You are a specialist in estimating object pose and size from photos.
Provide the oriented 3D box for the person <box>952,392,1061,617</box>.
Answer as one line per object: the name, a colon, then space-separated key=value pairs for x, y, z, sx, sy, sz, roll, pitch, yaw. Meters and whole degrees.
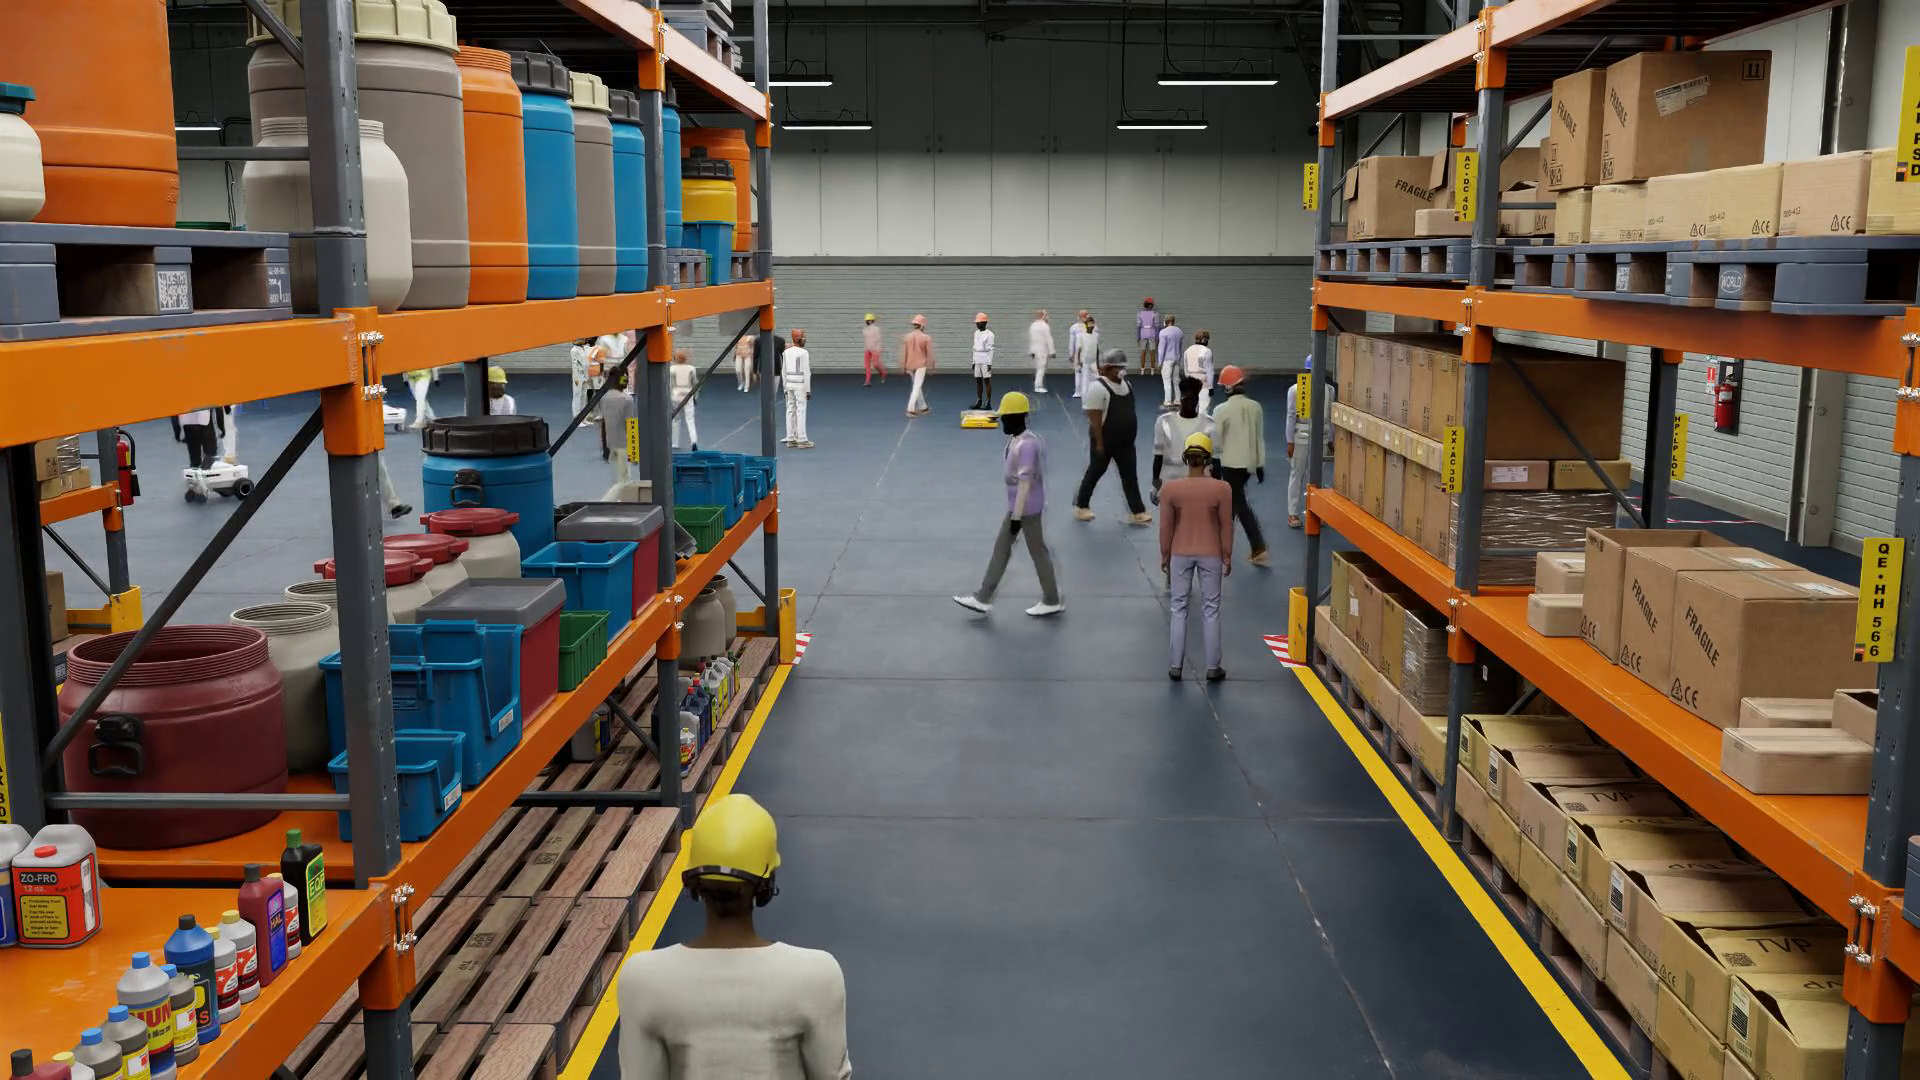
person: x=0.421 y=-0.281 z=13.797 sx=0.965 sy=1.876 sz=0.610 roll=-2 pitch=10 yaw=-12

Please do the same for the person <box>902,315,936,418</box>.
person: x=-0.789 y=-3.341 z=31.977 sx=0.652 sy=1.939 sz=1.047 roll=6 pitch=11 yaw=32

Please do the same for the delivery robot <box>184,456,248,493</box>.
delivery robot: x=-9.278 y=-0.803 z=20.746 sx=0.477 sy=0.478 sz=0.707 roll=8 pitch=12 yaw=38

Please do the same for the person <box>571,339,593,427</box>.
person: x=-6.846 y=-2.929 z=30.078 sx=0.294 sy=1.744 sz=0.485 roll=2 pitch=10 yaw=13

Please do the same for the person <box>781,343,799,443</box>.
person: x=-2.746 y=-2.401 z=27.225 sx=0.309 sy=1.641 sz=0.514 roll=-5 pitch=11 yaw=-28

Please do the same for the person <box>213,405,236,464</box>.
person: x=-10.826 y=-2.016 z=24.352 sx=0.656 sy=1.828 sz=0.453 roll=8 pitch=12 yaw=38

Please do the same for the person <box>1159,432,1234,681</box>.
person: x=1.673 y=0.119 z=11.779 sx=0.523 sy=1.761 sz=0.323 roll=3 pitch=10 yaw=15

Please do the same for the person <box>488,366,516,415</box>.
person: x=-5.150 y=-1.016 z=18.385 sx=0.609 sy=1.816 sz=0.608 roll=-9 pitch=13 yaw=-42

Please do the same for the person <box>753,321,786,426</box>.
person: x=-3.460 y=-3.090 z=30.462 sx=0.631 sy=1.945 sz=1.010 roll=-3 pitch=10 yaw=-19

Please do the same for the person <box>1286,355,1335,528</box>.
person: x=3.928 y=-1.114 z=18.595 sx=0.613 sy=1.945 sz=0.406 roll=-4 pitch=10 yaw=-20

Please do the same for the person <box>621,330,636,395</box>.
person: x=-7.263 y=-4.189 z=37.146 sx=0.652 sy=1.904 sz=0.403 roll=-4 pitch=10 yaw=-24

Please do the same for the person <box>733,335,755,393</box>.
person: x=-4.913 y=-4.170 z=37.844 sx=0.532 sy=1.623 sz=0.377 roll=1 pitch=10 yaw=7

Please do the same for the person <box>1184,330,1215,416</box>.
person: x=3.976 y=-2.536 z=27.446 sx=0.429 sy=1.840 sz=0.624 roll=-7 pitch=12 yaw=-35

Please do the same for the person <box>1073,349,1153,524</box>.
person: x=1.713 y=-1.197 z=18.943 sx=0.698 sy=2.000 sz=1.032 roll=-8 pitch=12 yaw=-40

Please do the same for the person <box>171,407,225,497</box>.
person: x=-9.477 y=-1.436 z=20.660 sx=0.601 sy=1.903 sz=0.717 roll=-2 pitch=10 yaw=-10

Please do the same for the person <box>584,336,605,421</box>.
person: x=-6.889 y=-3.092 z=31.198 sx=0.535 sy=1.697 sz=0.318 roll=5 pitch=11 yaw=29

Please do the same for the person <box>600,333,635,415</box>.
person: x=-6.597 y=-3.302 z=31.891 sx=0.629 sy=1.883 sz=1.025 roll=-6 pitch=11 yaw=-33

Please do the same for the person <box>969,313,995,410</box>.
person: x=0.441 y=-3.601 z=33.517 sx=0.362 sy=1.939 sz=0.542 roll=-9 pitch=13 yaw=-42

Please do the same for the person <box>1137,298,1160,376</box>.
person: x=4.931 y=-5.324 z=43.560 sx=0.605 sy=2.033 sz=0.392 roll=3 pitch=10 yaw=16

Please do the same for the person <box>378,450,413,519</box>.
person: x=-6.753 y=-1.100 z=18.985 sx=0.926 sy=1.780 sz=0.624 roll=4 pitch=10 yaw=22

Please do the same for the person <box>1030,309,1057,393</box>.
person: x=1.916 y=-4.278 z=37.730 sx=0.590 sy=1.884 sz=0.647 roll=-4 pitch=10 yaw=-23

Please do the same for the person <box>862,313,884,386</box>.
person: x=-2.093 y=-4.563 z=39.827 sx=0.536 sy=1.750 sz=0.581 roll=6 pitch=11 yaw=31

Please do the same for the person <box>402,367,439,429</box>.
person: x=-9.704 y=-2.933 z=29.959 sx=0.664 sy=1.802 sz=0.856 roll=3 pitch=10 yaw=18

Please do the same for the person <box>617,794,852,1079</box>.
person: x=-0.507 y=1.445 z=3.811 sx=0.525 sy=1.769 sz=0.315 roll=0 pitch=9 yaw=-3

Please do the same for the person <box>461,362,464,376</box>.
person: x=-12.902 y=-5.227 z=43.537 sx=0.572 sy=1.843 sz=0.373 roll=-4 pitch=10 yaw=-21

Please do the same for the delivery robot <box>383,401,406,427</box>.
delivery robot: x=-10.019 y=-2.164 z=28.897 sx=0.707 sy=0.478 sz=0.477 roll=-6 pitch=11 yaw=-32

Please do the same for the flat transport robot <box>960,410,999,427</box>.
flat transport robot: x=0.348 y=-2.225 z=30.389 sx=0.652 sy=0.197 sz=1.431 roll=0 pitch=9 yaw=-1

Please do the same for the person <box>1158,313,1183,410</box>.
person: x=4.253 y=-3.611 z=33.625 sx=0.628 sy=1.928 sz=0.383 roll=-8 pitch=13 yaw=-41

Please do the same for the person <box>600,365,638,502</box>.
person: x=-3.800 y=-1.020 z=18.390 sx=0.518 sy=1.840 sz=0.817 roll=7 pitch=12 yaw=37

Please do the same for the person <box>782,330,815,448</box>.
person: x=-2.603 y=-2.424 z=26.641 sx=0.574 sy=1.881 sz=0.358 roll=8 pitch=13 yaw=41

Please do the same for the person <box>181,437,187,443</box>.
person: x=-12.681 y=-2.576 z=27.376 sx=0.368 sy=1.939 sz=0.542 roll=9 pitch=13 yaw=43

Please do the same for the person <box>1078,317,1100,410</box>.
person: x=2.609 y=-3.548 z=33.432 sx=0.561 sy=1.856 sz=0.510 roll=-4 pitch=10 yaw=-24

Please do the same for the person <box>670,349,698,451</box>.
person: x=-4.352 y=-2.209 z=26.184 sx=0.526 sy=1.604 sz=0.824 roll=-4 pitch=10 yaw=-24

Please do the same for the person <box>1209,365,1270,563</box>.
person: x=2.755 y=-0.757 z=16.487 sx=0.629 sy=1.950 sz=1.032 roll=-6 pitch=11 yaw=-33

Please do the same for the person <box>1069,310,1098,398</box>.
person: x=2.696 y=-4.076 z=36.474 sx=0.643 sy=1.905 sz=0.400 roll=-2 pitch=10 yaw=-10

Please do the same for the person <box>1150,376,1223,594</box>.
person: x=2.005 y=-0.478 z=14.797 sx=0.648 sy=1.937 sz=0.768 roll=2 pitch=10 yaw=11
